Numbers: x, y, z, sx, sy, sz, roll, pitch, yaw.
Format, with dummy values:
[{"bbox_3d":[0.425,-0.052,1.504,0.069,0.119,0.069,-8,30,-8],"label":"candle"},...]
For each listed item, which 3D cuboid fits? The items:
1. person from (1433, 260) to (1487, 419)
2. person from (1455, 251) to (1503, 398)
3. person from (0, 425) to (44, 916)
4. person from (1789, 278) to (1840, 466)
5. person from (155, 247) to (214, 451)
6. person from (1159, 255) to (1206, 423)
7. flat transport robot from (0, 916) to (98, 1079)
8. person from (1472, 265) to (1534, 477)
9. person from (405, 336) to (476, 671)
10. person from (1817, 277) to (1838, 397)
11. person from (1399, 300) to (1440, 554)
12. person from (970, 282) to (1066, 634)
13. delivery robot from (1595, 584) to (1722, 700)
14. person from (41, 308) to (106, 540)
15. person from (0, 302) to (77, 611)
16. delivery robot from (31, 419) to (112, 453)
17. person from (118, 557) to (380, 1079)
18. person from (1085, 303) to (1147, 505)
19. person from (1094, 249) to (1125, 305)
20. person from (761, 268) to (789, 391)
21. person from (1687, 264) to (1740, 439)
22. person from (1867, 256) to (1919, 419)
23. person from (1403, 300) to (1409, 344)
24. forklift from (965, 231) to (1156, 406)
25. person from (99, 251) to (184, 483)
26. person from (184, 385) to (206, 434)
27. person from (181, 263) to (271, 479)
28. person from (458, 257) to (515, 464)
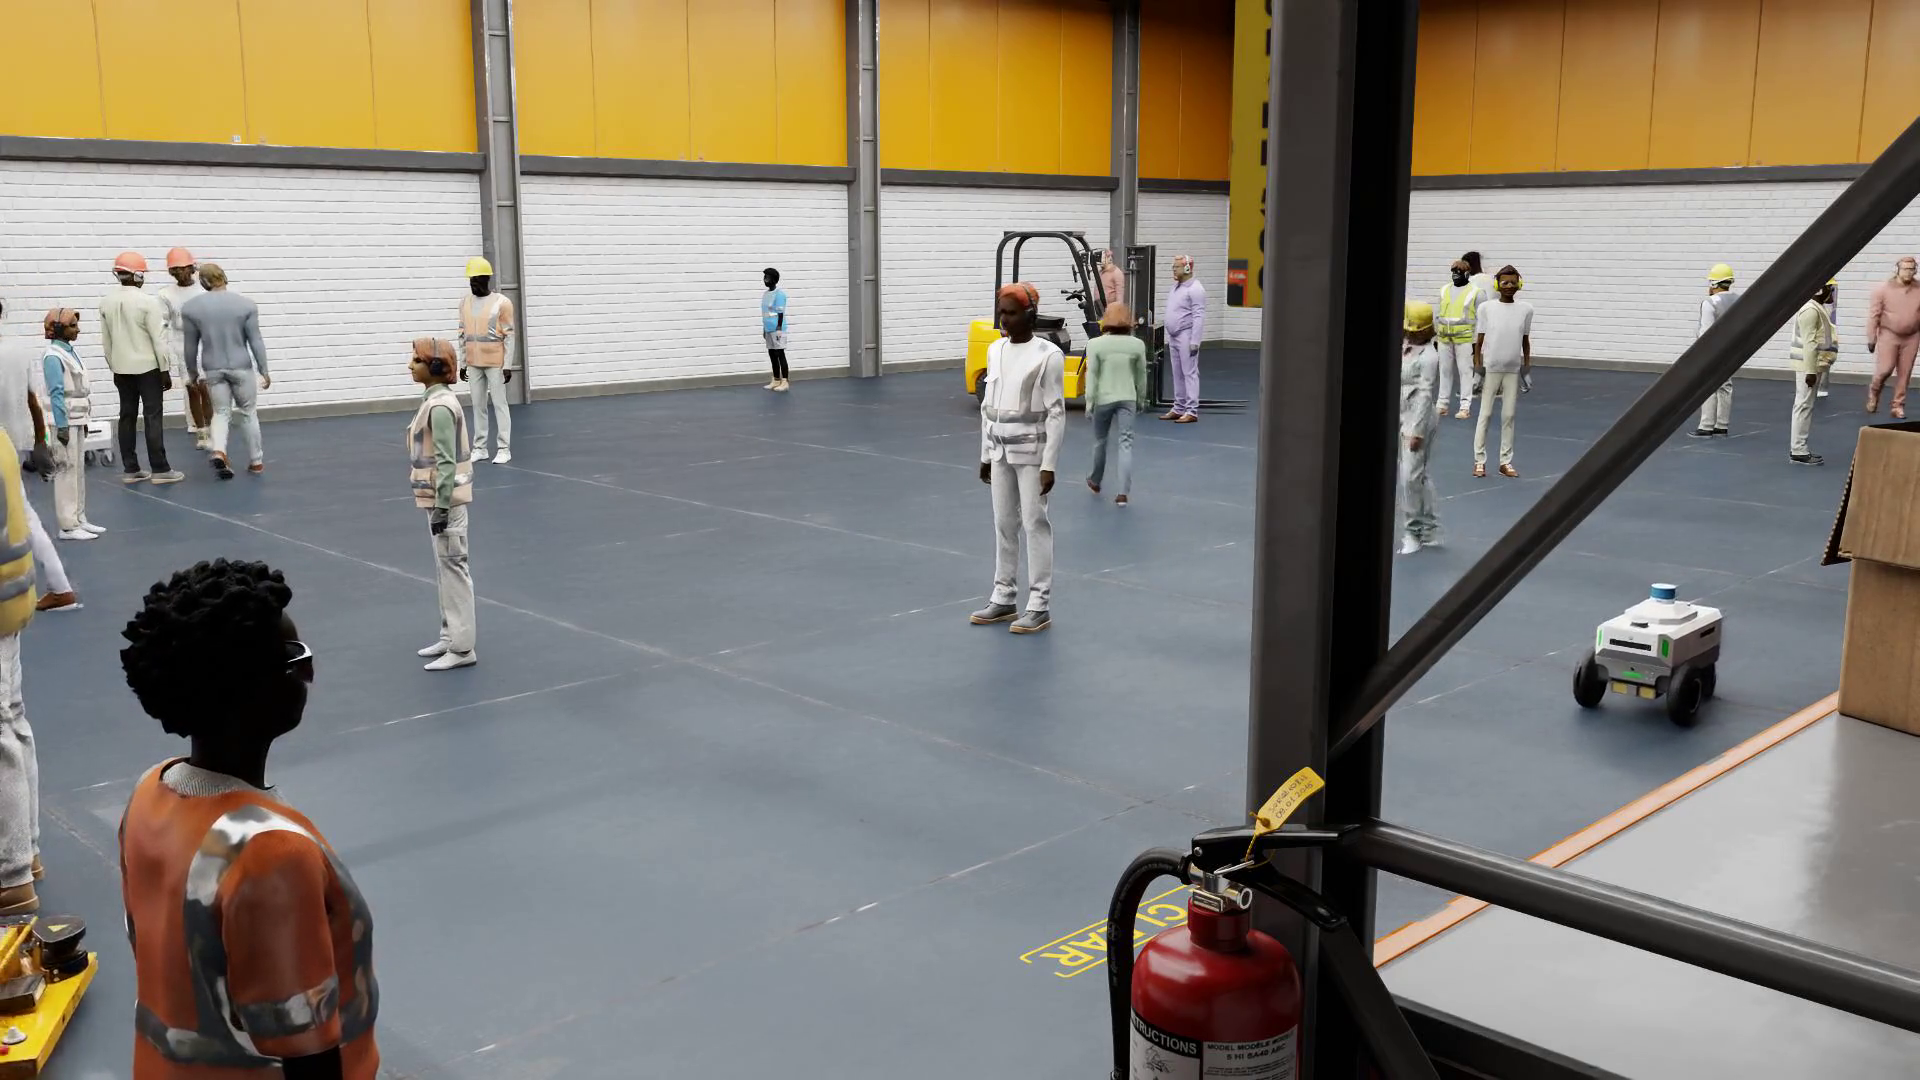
[{"bbox_3d":[5.811,-2.342,19.462,0.627,1.844,0.429,10,14,44],"label":"person"},{"bbox_3d":[6.908,-2.833,21.918,0.764,1.936,0.366,0,10,-1],"label":"person"},{"bbox_3d":[-3.129,0.272,5.204,0.430,1.843,0.626,-4,11,-20],"label":"person"},{"bbox_3d":[7.971,-1.621,15.543,0.403,1.837,0.590,5,12,26],"label":"person"},{"bbox_3d":[-7.563,-1.862,16.386,0.646,2.011,0.709,-2,11,-10],"label":"person"},{"bbox_3d":[2.538,-2.292,19.004,0.401,1.910,0.640,-4,11,-18],"label":"person"},{"bbox_3d":[-3.070,1.232,4.253,1.431,0.197,0.652,-3,11,-15],"label":"flat transport robot"},{"bbox_3d":[4.789,-1.481,14.688,0.510,1.872,0.329,0,10,2],"label":"person"},{"bbox_3d":[-2.560,-0.183,8.225,0.308,1.645,0.516,-4,11,-21],"label":"person"},{"bbox_3d":[11.368,-2.851,22.009,0.385,1.922,0.594,4,11,19],"label":"person"},{"bbox_3d":[3.102,-0.761,11.240,0.412,1.708,0.560,0,10,-1],"label":"person"},{"bbox_3d":[0.314,-0.441,8.981,0.356,1.884,0.572,-9,14,-42],"label":"person"},{"bbox_3d":[3.171,0.442,7.535,0.477,0.478,0.707,9,14,42],"label":"delivery robot"},{"bbox_3d":[-6.269,-0.812,11.697,0.310,1.631,0.509,-3,11,-15],"label":"person"},{"bbox_3d":[-5.500,-0.489,9.408,0.950,1.821,0.509,1,10,4],"label":"person"},{"bbox_3d":[-8.096,-0.947,15.109,0.477,0.478,0.707,5,11,24],"label":"delivery robot"},{"bbox_3d":[-0.988,0.863,2.370,0.318,1.699,0.533,-10,14,-44],"label":"person"},{"bbox_3d":[1.238,-1.105,13.378,0.529,1.585,0.848,-1,10,-7],"label":"person"},{"bbox_3d":[2.323,-3.647,26.399,0.399,1.908,0.643,-6,12,-29],"label":"person"},{"bbox_3d":[-2.558,-2.890,22.855,0.320,1.691,0.534,-7,12,-33],"label":"person"},{"bbox_3d":[7.955,-1.982,17.517,0.588,1.834,0.403,-6,12,-28],"label":"person"},{"bbox_3d":[10.962,-2.358,19.422,0.659,1.894,0.459,2,11,9],"label":"person"},{"bbox_3d":[4.949,-2.166,18.806,0.564,1.735,0.538,-4,11,-23],"label":"person"},{"bbox_3d":[1.222,-2.721,20.561,2.313,2.155,1.214,2,11,13],"label":"forklift"},{"bbox_3d":[-7.067,-1.477,14.322,0.611,1.996,0.375,3,11,13],"label":"person"},{"bbox_3d":[-8.184,-1.946,17.861,0.514,1.636,0.314,5,11,24],"label":"person"},{"bbox_3d":[-6.450,-1.478,14.621,0.696,1.899,0.738,-3,11,-15],"label":"person"},{"bbox_3d":[-4.446,-1.673,15.575,0.589,1.927,0.369,4,11,18],"label":"person"}]
